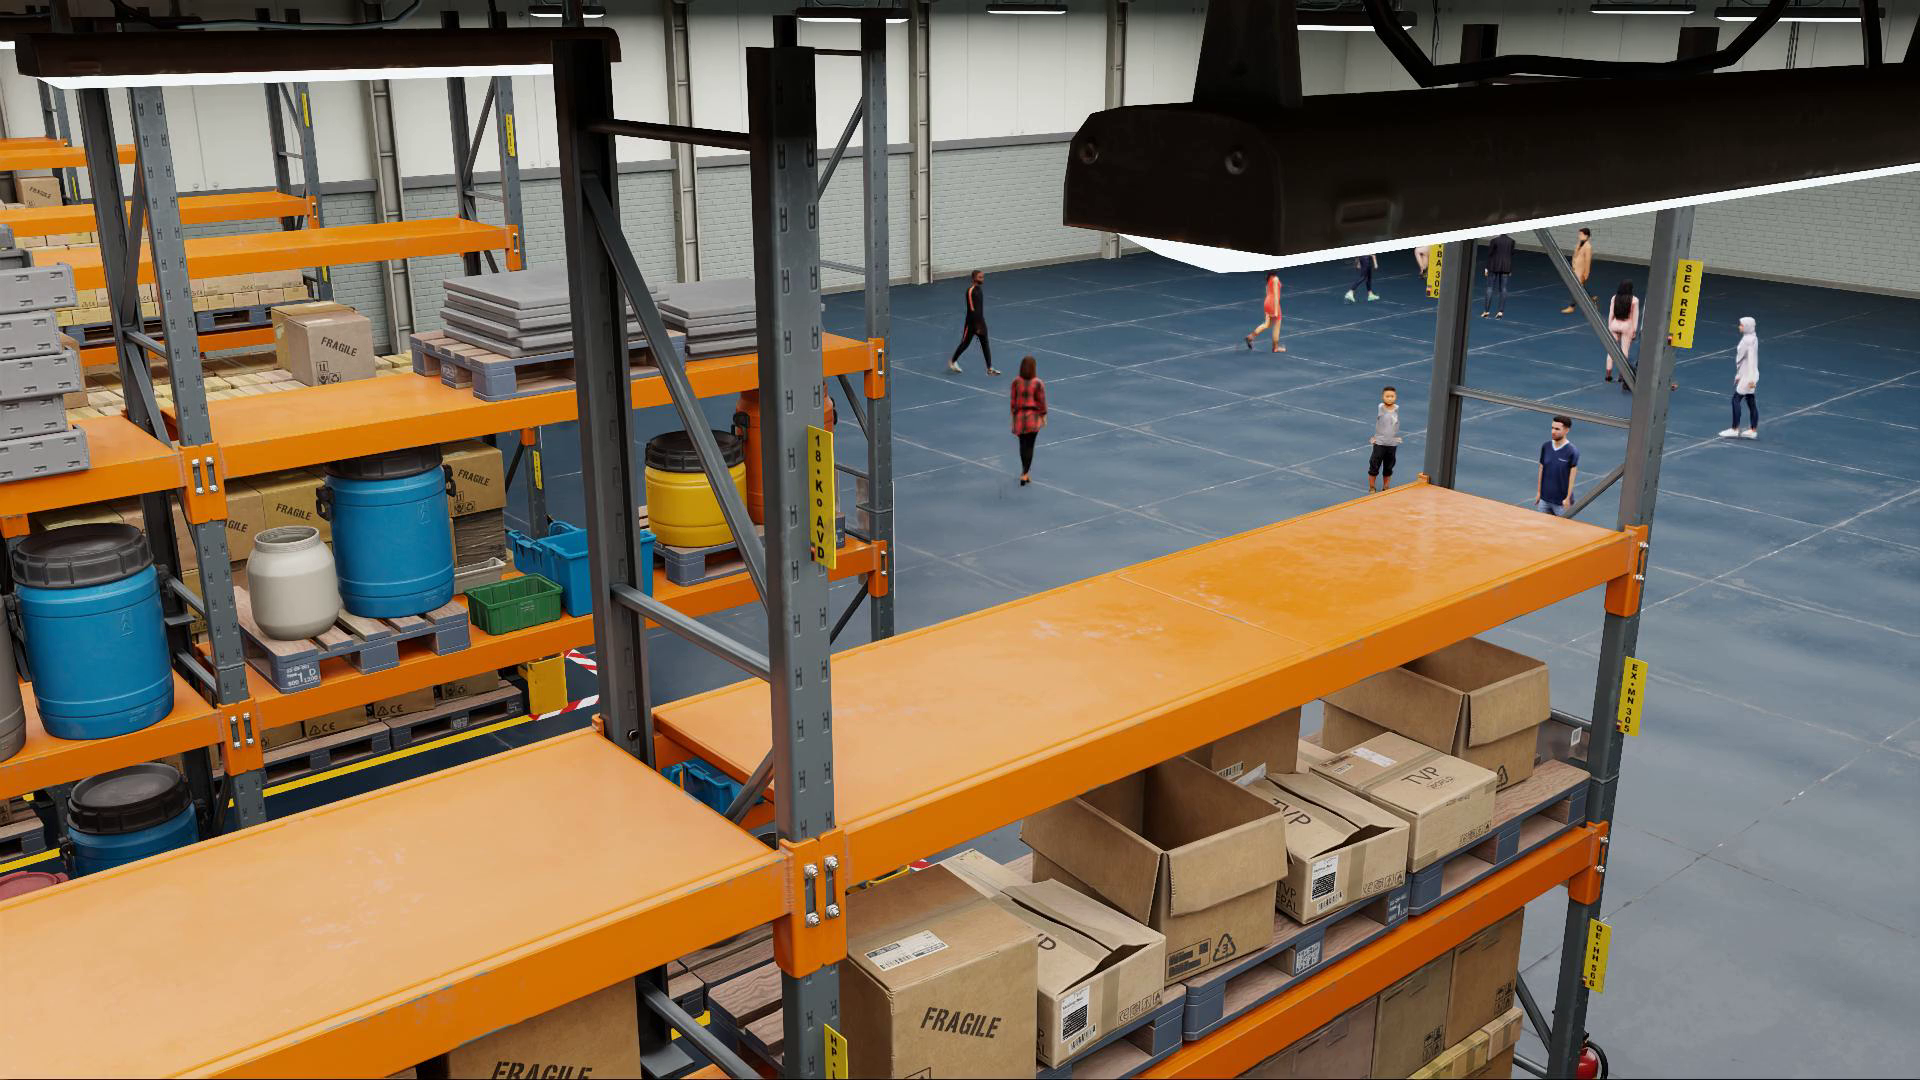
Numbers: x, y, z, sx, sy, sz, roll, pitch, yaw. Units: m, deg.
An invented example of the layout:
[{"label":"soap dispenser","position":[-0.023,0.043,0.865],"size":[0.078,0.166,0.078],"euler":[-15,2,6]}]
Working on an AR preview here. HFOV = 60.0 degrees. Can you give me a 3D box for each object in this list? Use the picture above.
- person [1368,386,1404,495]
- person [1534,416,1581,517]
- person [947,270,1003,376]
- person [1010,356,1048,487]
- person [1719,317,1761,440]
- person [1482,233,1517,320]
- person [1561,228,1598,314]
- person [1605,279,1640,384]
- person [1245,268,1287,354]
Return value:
[{"label":"person","position":[5.479,-1.330,21.409],"size":[0.612,1.455,0.709],"euler":[-1,18,-4]},{"label":"person","position":[6.517,-0.471,18.144],"size":[0.566,1.843,0.619],"euler":[-12,22,-33]},{"label":"person","position":[0.154,-3.626,27.962],"size":[0.889,1.763,1.229],"euler":[12,21,32]},{"label":"person","position":[0.845,-1.536,21.668],"size":[0.821,1.686,0.918],"euler":[7,19,21]},{"label":"person","position":[11.438,-2.312,23.952],"size":[0.850,1.747,0.807],"euler":[6,19,19]},{"label":"person","position":[9.682,-4.880,29.970],"size":[0.823,1.782,0.783],"euler":[3,18,8]},{"label":"person","position":[12.607,-5.439,33.618],"size":[1.119,1.707,0.970],"euler":[-3,18,-9]},{"label":"person","position":[10.954,-3.466,27.537],"size":[0.655,1.721,0.594],"euler":[14,23,37]},{"label":"person","position":[5.490,-4.158,29.700],"size":[1.081,1.698,0.877],"euler":[-4,18,-12]}]
